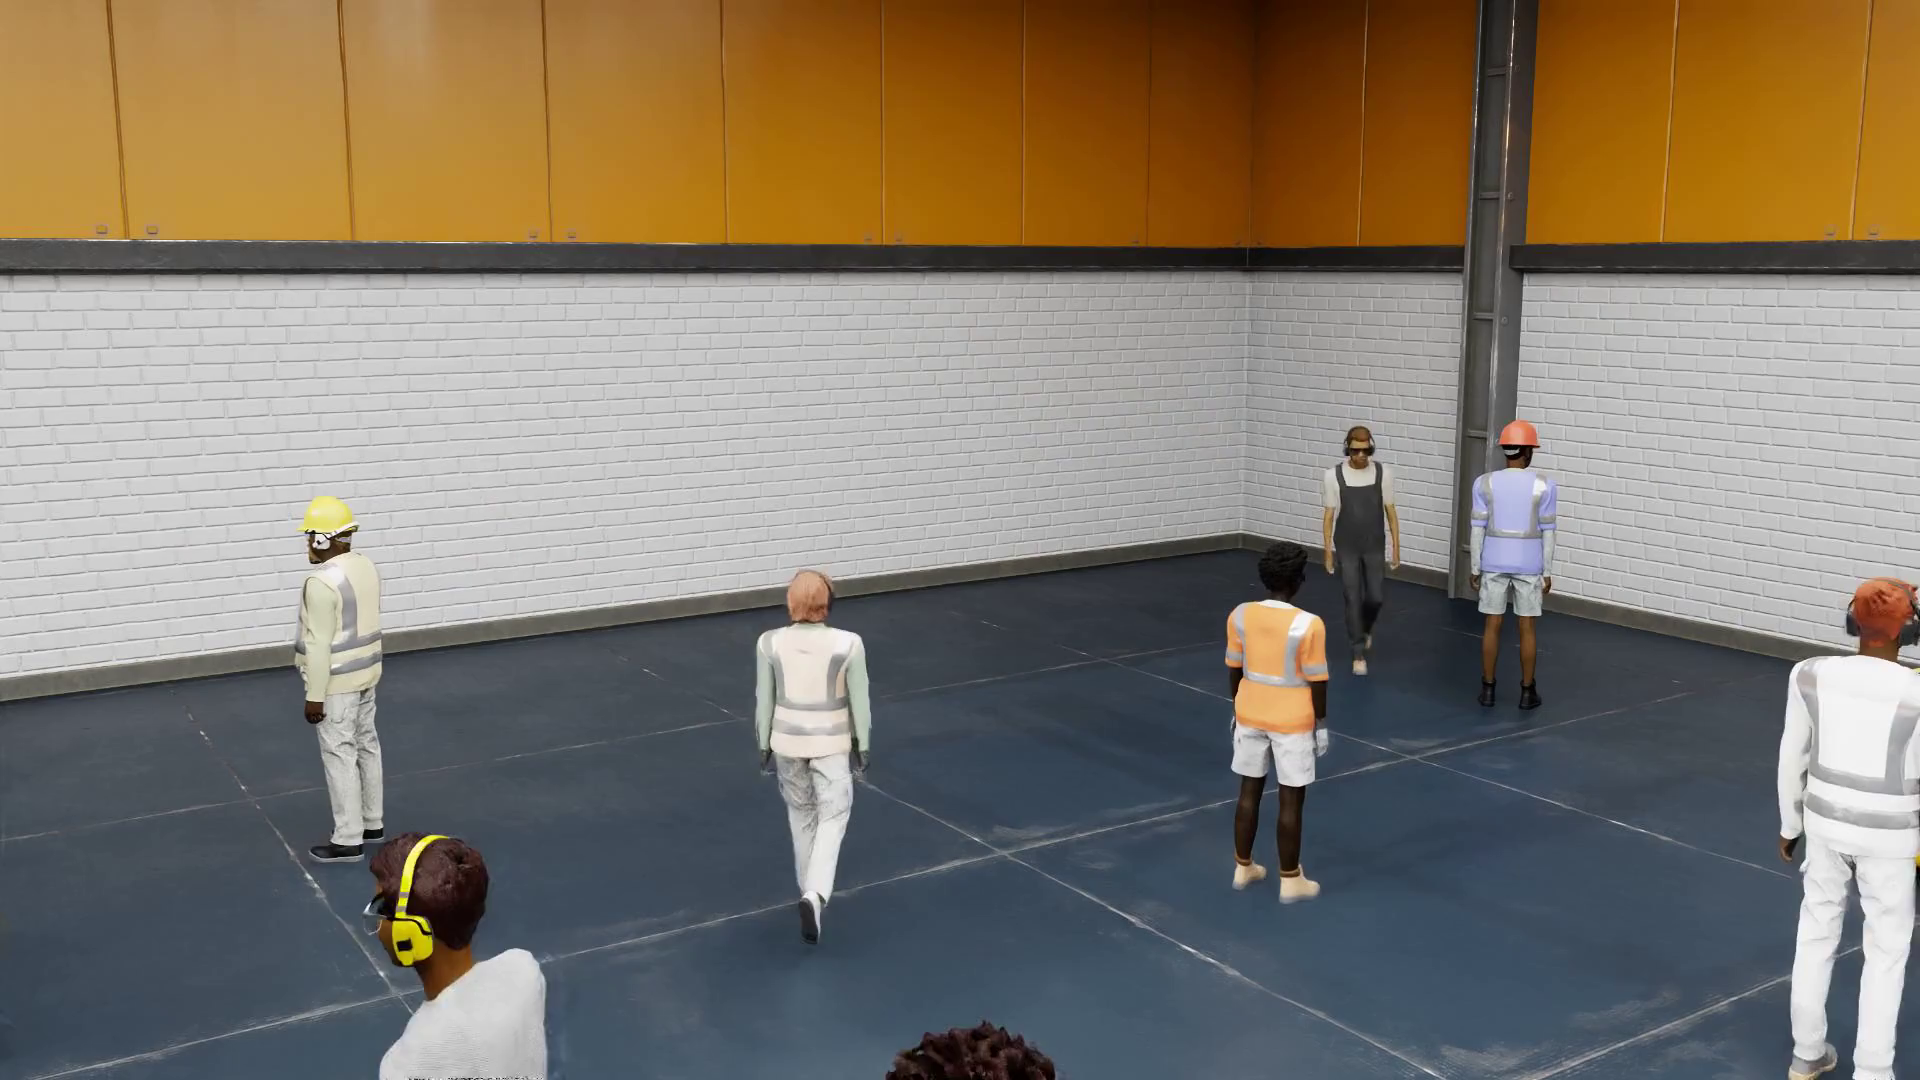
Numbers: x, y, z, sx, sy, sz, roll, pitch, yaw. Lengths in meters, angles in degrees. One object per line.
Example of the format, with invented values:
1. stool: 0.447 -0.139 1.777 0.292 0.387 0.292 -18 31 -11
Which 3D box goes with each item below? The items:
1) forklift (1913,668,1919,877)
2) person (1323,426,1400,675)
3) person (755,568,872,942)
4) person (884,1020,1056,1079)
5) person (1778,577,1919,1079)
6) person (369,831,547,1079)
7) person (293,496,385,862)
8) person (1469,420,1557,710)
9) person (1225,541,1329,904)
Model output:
1. forklift: 5.511 0.571 7.906 2.313 2.155 1.214 -6 11 -33
2. person: 2.921 0.052 12.176 0.574 1.814 0.625 1 9 7
3. person: -0.668 0.942 7.391 0.529 1.617 0.690 2 10 10
4. person: 0.089 1.616 2.354 0.727 1.940 0.478 -3 10 -15
5. person: 3.182 1.065 5.893 0.417 1.886 0.604 -7 12 -38
6. person: -0.961 1.484 3.394 0.469 1.856 0.524 2 10 15
7. person: -3.105 0.688 8.329 0.403 1.826 0.596 1 9 6
8. person: 3.689 0.168 11.120 0.545 1.933 0.376 4 10 24
9. person: 1.481 0.845 7.756 0.538 1.696 0.318 9 13 43
